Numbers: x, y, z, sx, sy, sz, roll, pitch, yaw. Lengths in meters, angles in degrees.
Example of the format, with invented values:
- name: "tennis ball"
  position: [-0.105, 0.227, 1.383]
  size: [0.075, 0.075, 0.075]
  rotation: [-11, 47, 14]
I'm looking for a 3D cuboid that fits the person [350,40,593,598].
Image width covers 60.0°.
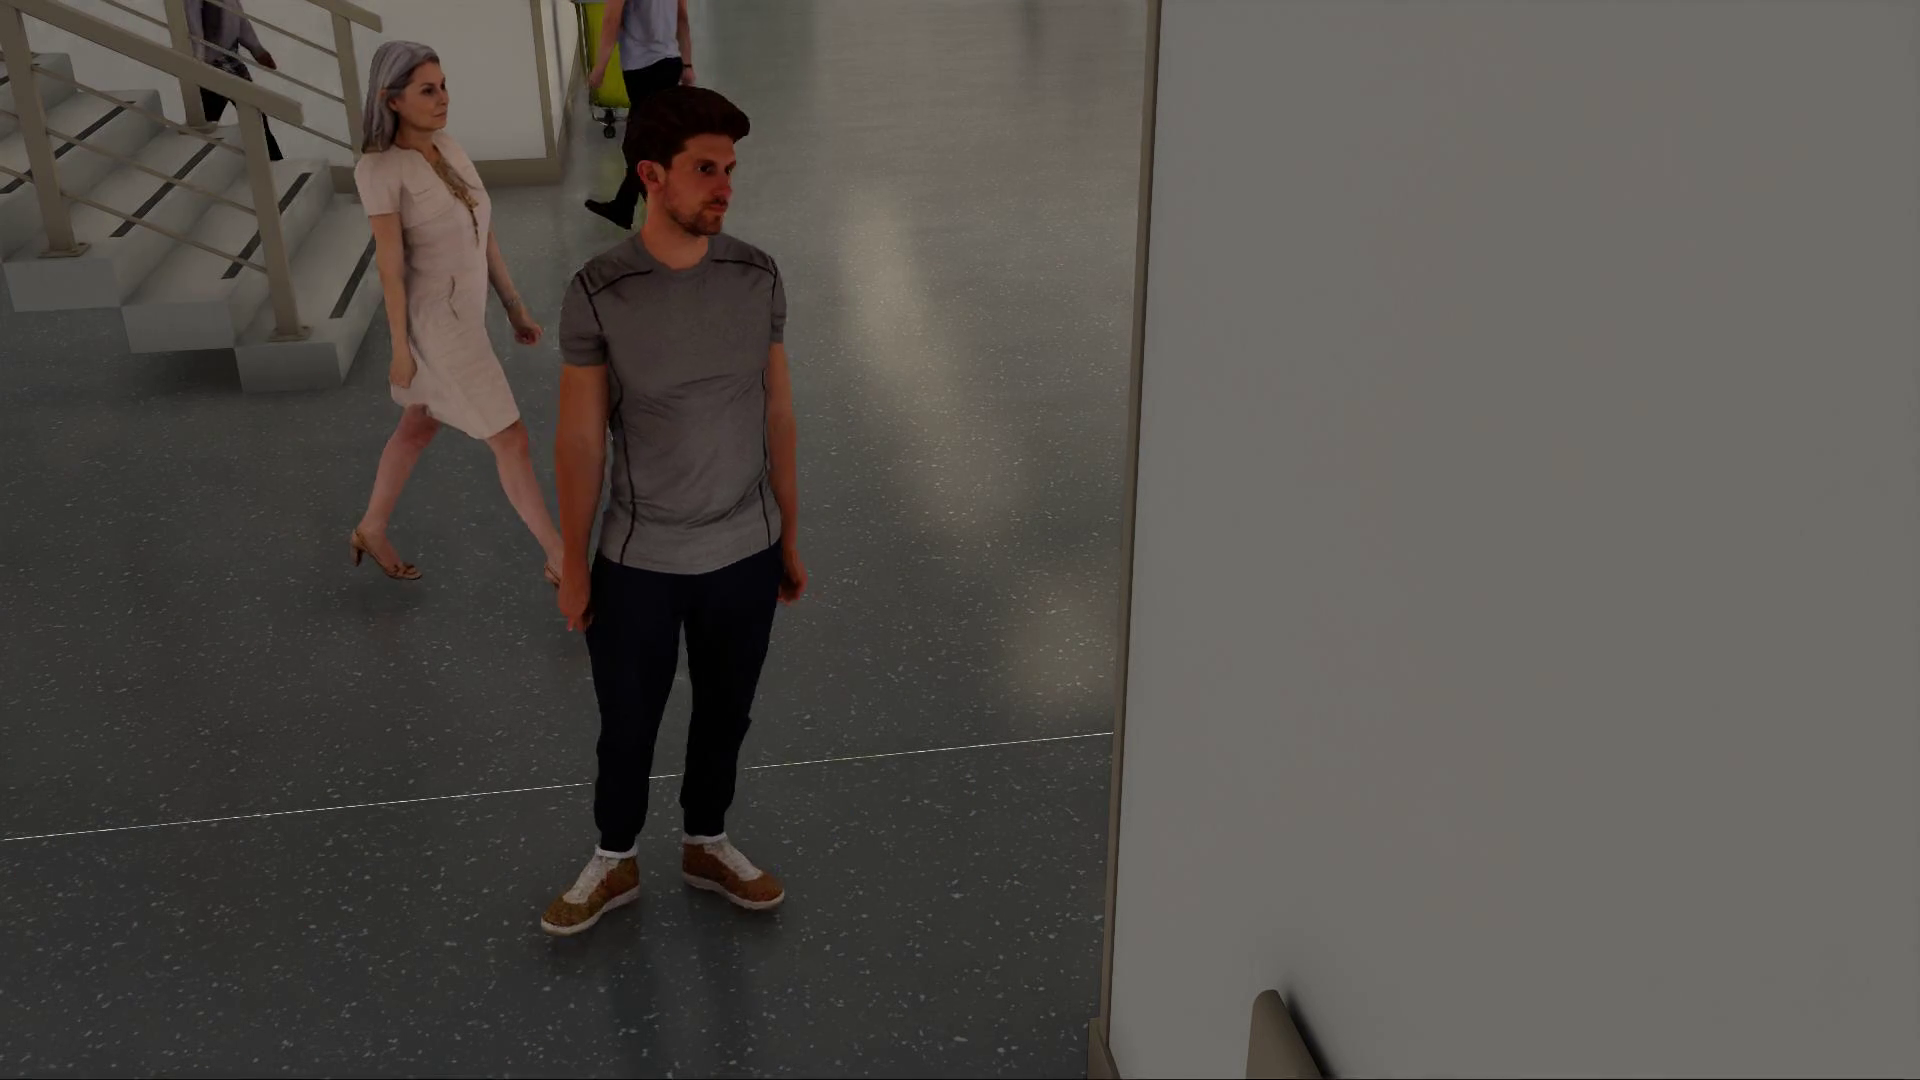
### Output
- name: "person"
  position: [-1.613, -0.578, 4.950]
  size: [1.218, 1.684, 0.843]
  rotation: [4, 26, 8]

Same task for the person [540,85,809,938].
- name: "person"
  position: [-0.622, 0.009, 3.508]
  size: [0.594, 1.881, 0.912]
  rotation: [-6, 26, -13]

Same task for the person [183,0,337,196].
- name: "person"
  position: [-4.188, -2.636, 9.170]
  size: [1.123, 1.727, 0.640]
  rotation: [-5, 26, -11]

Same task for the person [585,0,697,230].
- name: "person"
  position: [-1.517, -2.385, 8.544]
  size: [1.257, 1.819, 1.074]
  rotation: [11, 28, 21]
